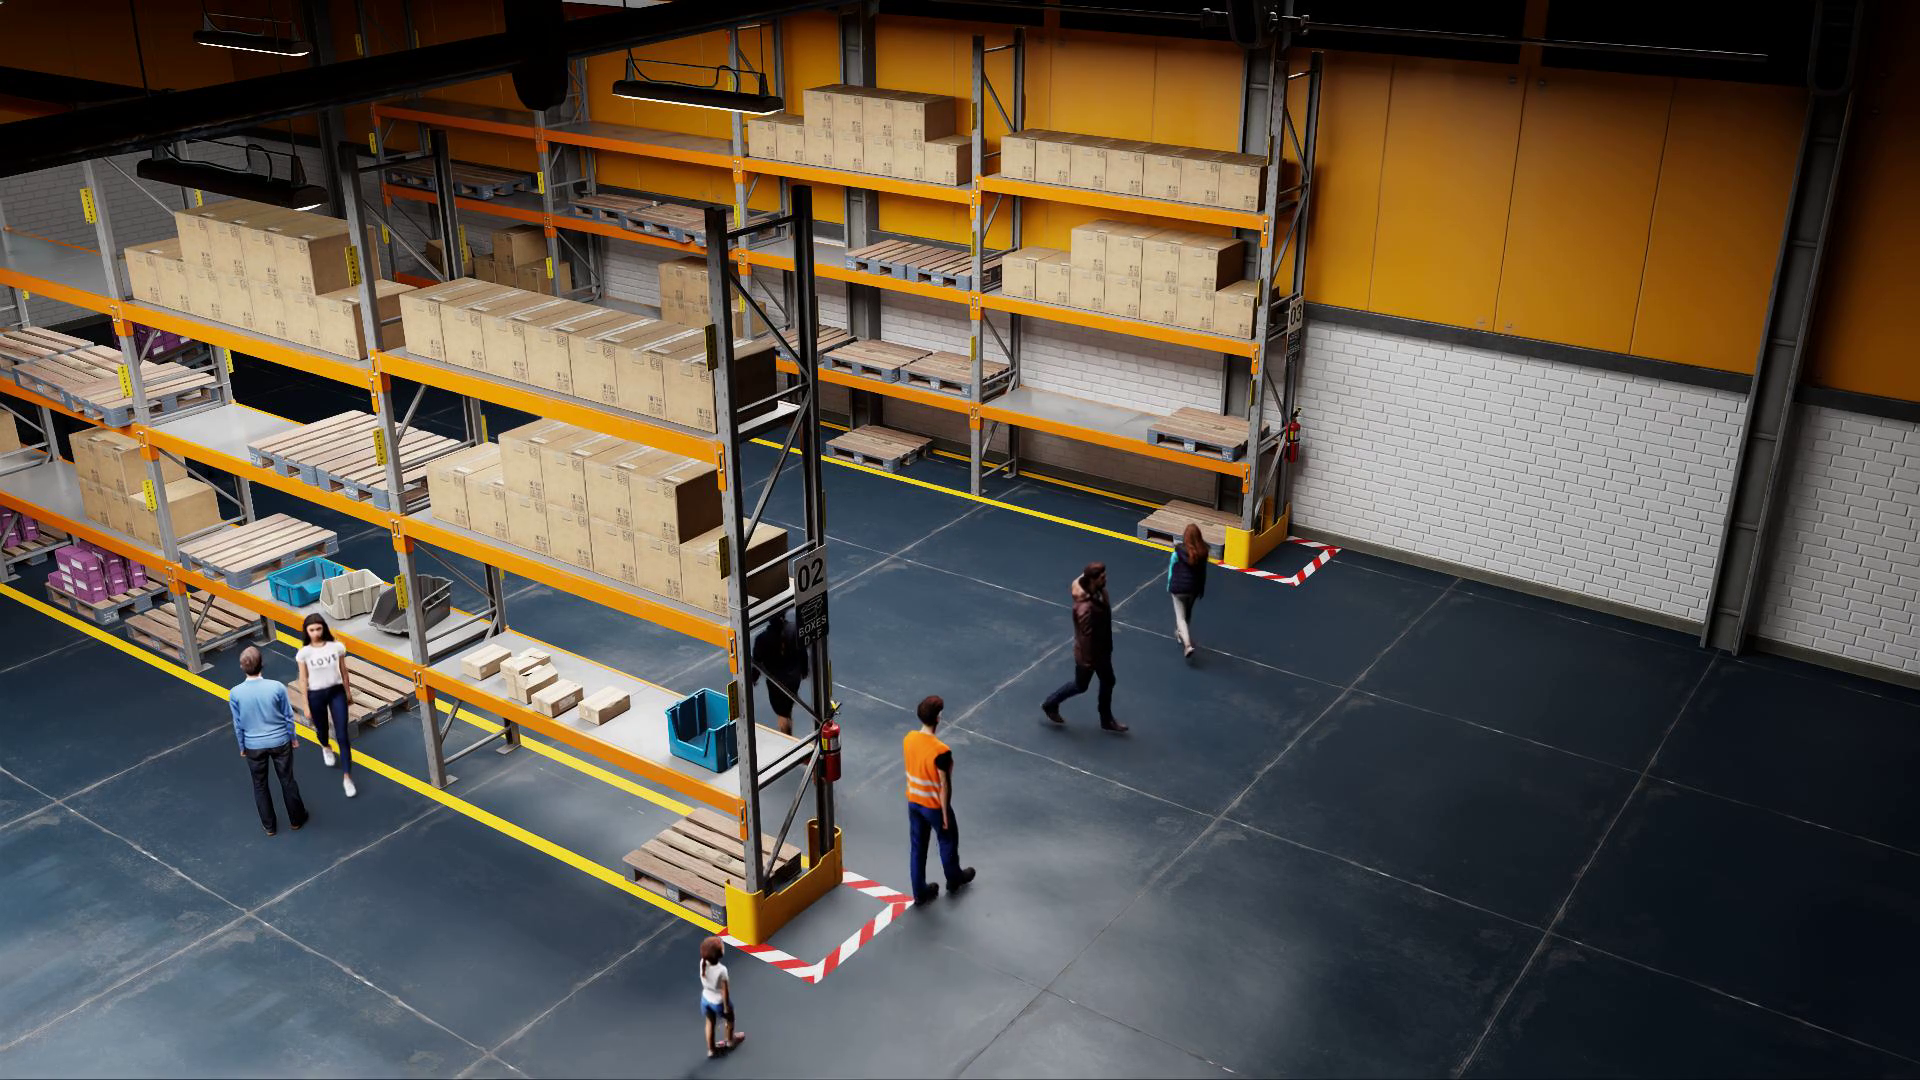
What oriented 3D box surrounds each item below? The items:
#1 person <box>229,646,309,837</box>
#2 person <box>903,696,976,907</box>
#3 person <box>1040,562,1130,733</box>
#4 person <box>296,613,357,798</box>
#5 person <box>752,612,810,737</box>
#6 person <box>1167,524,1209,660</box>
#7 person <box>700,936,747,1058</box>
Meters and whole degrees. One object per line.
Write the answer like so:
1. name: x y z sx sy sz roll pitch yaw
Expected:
1. person: -6.157 1.773 14.773 0.745 1.820 0.771 -8 25 -18
2. person: -0.304 2.199 13.735 0.826 1.871 0.802 18 30 36
3. person: 1.217 1.062 16.404 1.215 1.817 0.926 9 25 20
4. person: -5.939 1.476 15.555 0.940 1.738 1.200 -12 26 -25
5. person: -1.672 1.364 15.905 0.870 1.664 0.932 -15 28 -30
6. person: 2.459 0.566 17.973 0.946 1.469 1.015 -4 24 -10
7. person: -1.821 3.355 12.161 0.465 1.013 0.504 17 29 34
